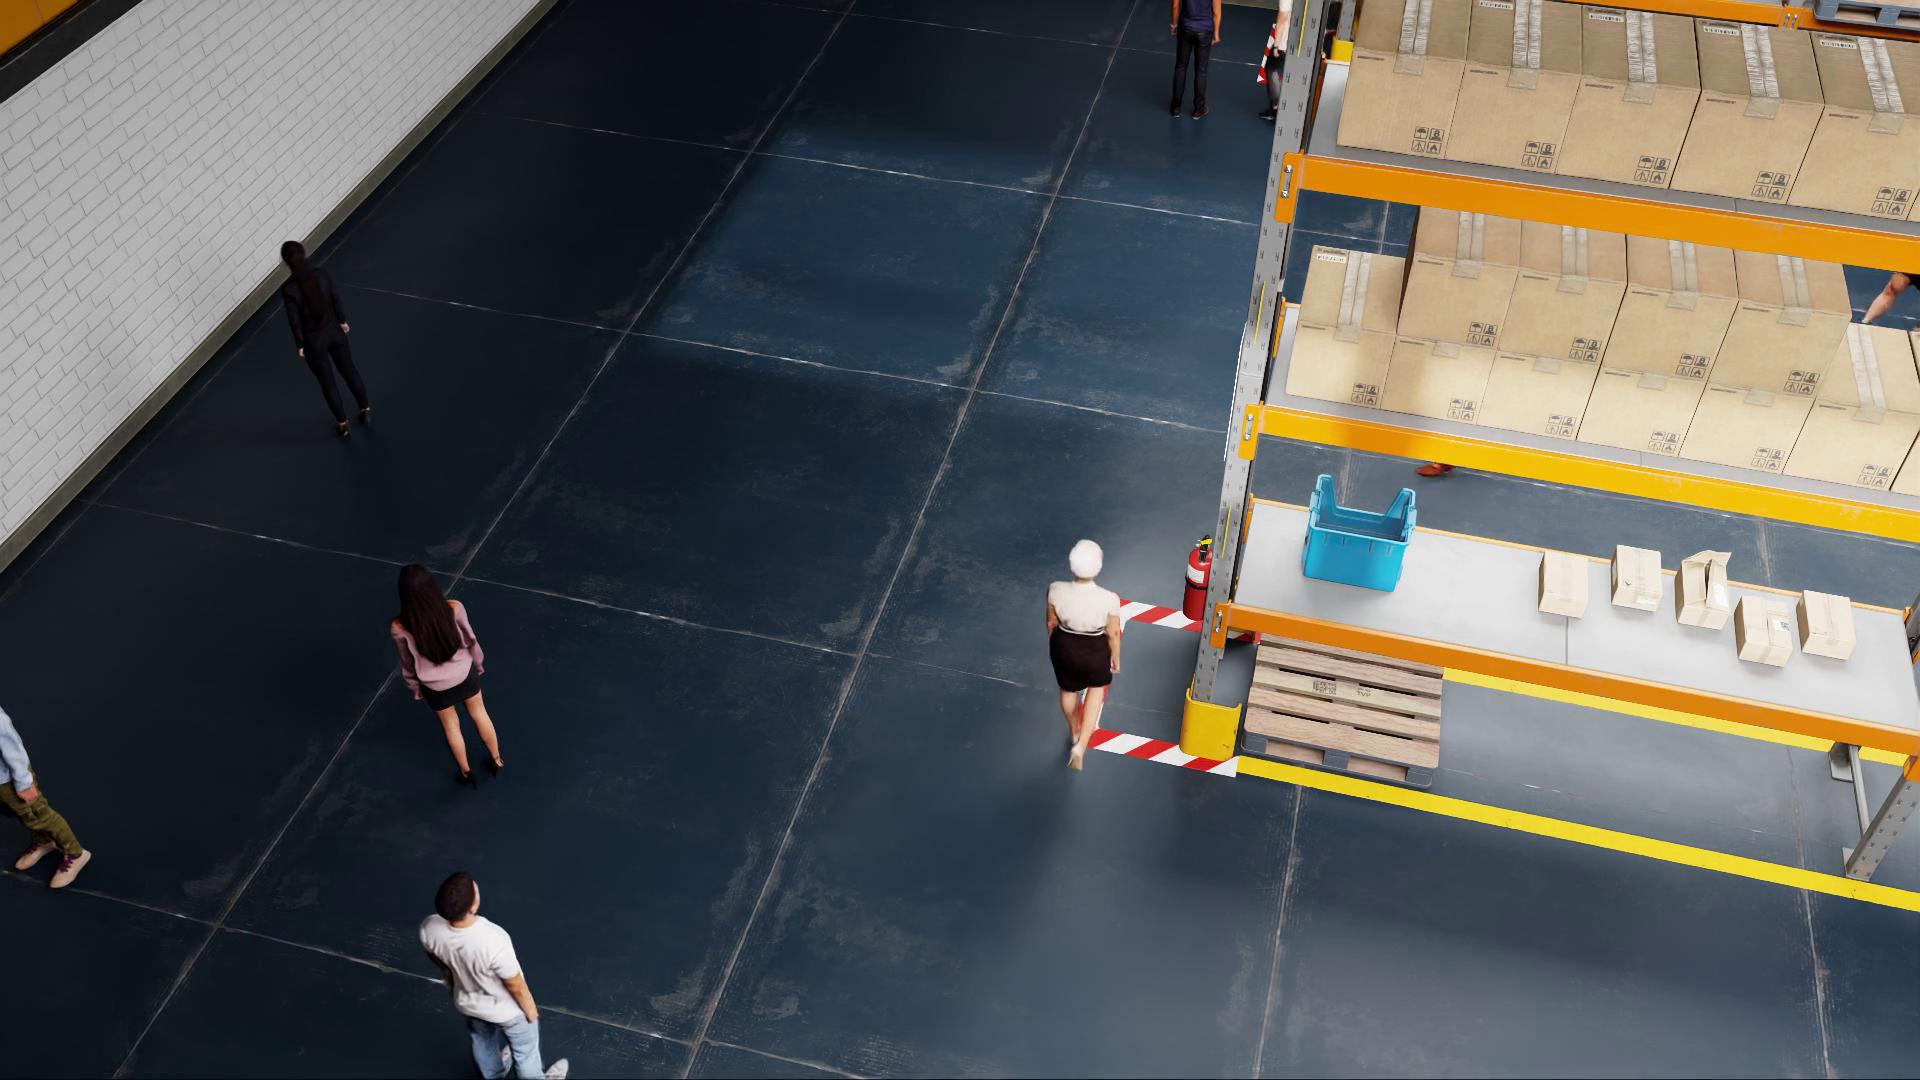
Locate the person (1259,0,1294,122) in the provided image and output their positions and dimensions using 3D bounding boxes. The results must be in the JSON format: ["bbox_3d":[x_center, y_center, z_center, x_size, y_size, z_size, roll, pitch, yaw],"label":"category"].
[{"bbox_3d":[3.207,-4.719,15.818,0.791,1.694,0.852,-25,49,-24],"label":"person"}]

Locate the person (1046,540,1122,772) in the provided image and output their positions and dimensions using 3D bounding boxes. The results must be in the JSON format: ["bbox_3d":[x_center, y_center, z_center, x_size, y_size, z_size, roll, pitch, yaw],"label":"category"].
[{"bbox_3d":[0.710,0.756,10.038,0.763,1.739,0.685,11,45,11],"label":"person"}]

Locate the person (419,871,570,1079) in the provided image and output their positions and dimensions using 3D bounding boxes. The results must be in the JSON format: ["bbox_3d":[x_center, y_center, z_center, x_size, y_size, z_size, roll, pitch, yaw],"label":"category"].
[{"bbox_3d":[-2.367,2.277,8.352,0.534,1.862,0.753,15,46,15],"label":"person"}]

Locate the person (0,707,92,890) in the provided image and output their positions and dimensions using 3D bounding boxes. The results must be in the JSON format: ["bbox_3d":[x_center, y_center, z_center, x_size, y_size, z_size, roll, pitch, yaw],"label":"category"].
[{"bbox_3d":[-5.434,1.299,9.417,0.588,1.809,0.789,21,47,20],"label":"person"}]

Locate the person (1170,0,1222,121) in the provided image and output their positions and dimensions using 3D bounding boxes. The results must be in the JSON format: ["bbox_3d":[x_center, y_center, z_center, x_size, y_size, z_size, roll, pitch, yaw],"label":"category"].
[{"bbox_3d":[2.247,-4.893,15.935,0.465,1.784,0.710,13,45,13],"label":"person"}]

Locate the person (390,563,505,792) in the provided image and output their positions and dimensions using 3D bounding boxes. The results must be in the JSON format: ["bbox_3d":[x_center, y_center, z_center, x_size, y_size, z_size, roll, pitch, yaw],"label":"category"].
[{"bbox_3d":[-3.044,0.831,9.907,0.693,1.810,0.756,-21,48,-21],"label":"person"}]

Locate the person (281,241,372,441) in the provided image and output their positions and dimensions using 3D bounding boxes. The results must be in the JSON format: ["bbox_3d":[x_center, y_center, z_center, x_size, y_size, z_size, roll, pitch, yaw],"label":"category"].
[{"bbox_3d":[-4.756,-1.498,12.424,0.629,1.711,0.646,32,52,29],"label":"person"}]
